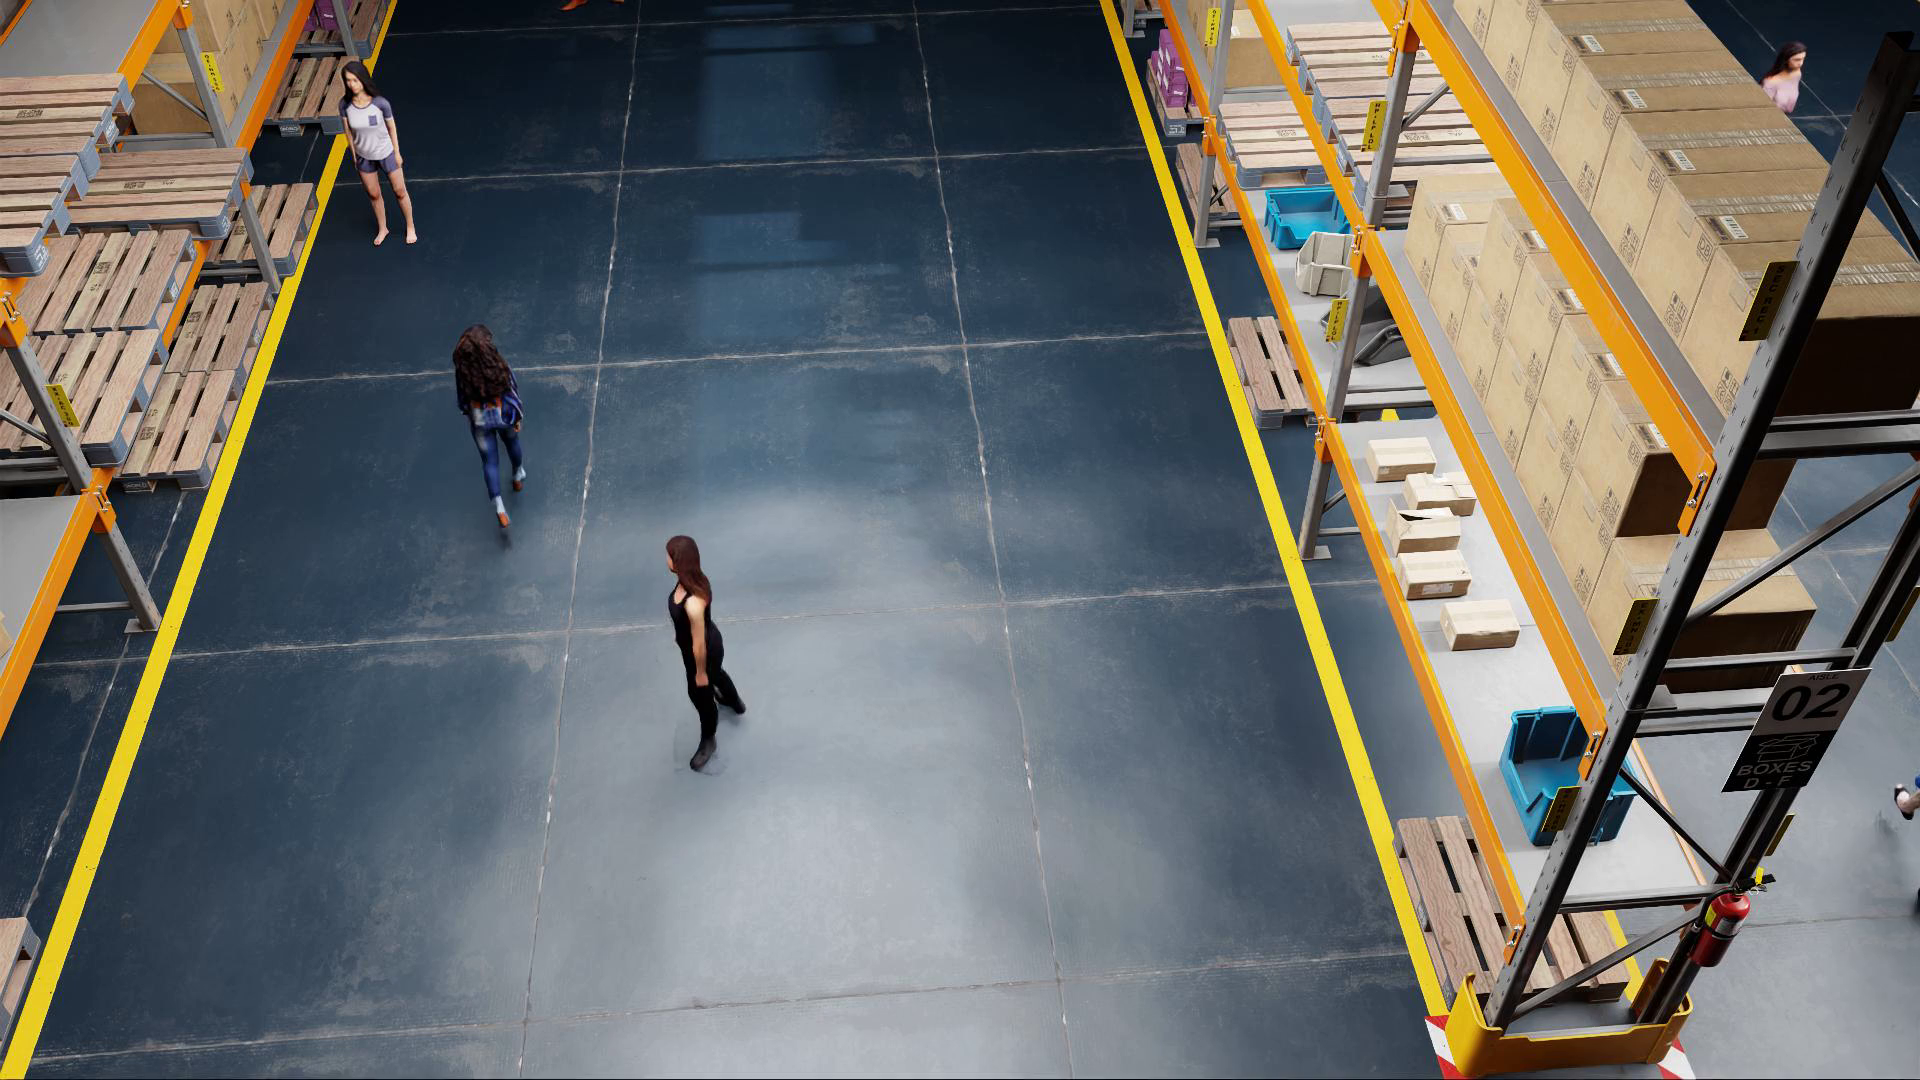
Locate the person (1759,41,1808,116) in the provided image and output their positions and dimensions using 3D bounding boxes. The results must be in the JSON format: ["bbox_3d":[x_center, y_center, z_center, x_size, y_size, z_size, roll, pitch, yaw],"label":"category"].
[{"bbox_3d":[6.910,-3.583,14.571,0.844,1.771,1.062,-20,47,-20],"label":"person"}]

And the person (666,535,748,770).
[{"bbox_3d":[-1.596,0.705,10.145,0.871,1.668,0.719,-24,49,-23],"label":"person"}]

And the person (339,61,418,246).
[{"bbox_3d":[-5.036,-3.343,14.367,0.596,1.705,0.525,-1,44,-1],"label":"person"}]

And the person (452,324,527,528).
[{"bbox_3d":[-3.318,-0.795,11.776,0.648,1.591,1.023,-7,44,-8],"label":"person"}]

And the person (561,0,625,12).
[{"bbox_3d":[-4.090,-6.518,17.647,0.820,1.778,0.615,8,44,9],"label":"person"}]
